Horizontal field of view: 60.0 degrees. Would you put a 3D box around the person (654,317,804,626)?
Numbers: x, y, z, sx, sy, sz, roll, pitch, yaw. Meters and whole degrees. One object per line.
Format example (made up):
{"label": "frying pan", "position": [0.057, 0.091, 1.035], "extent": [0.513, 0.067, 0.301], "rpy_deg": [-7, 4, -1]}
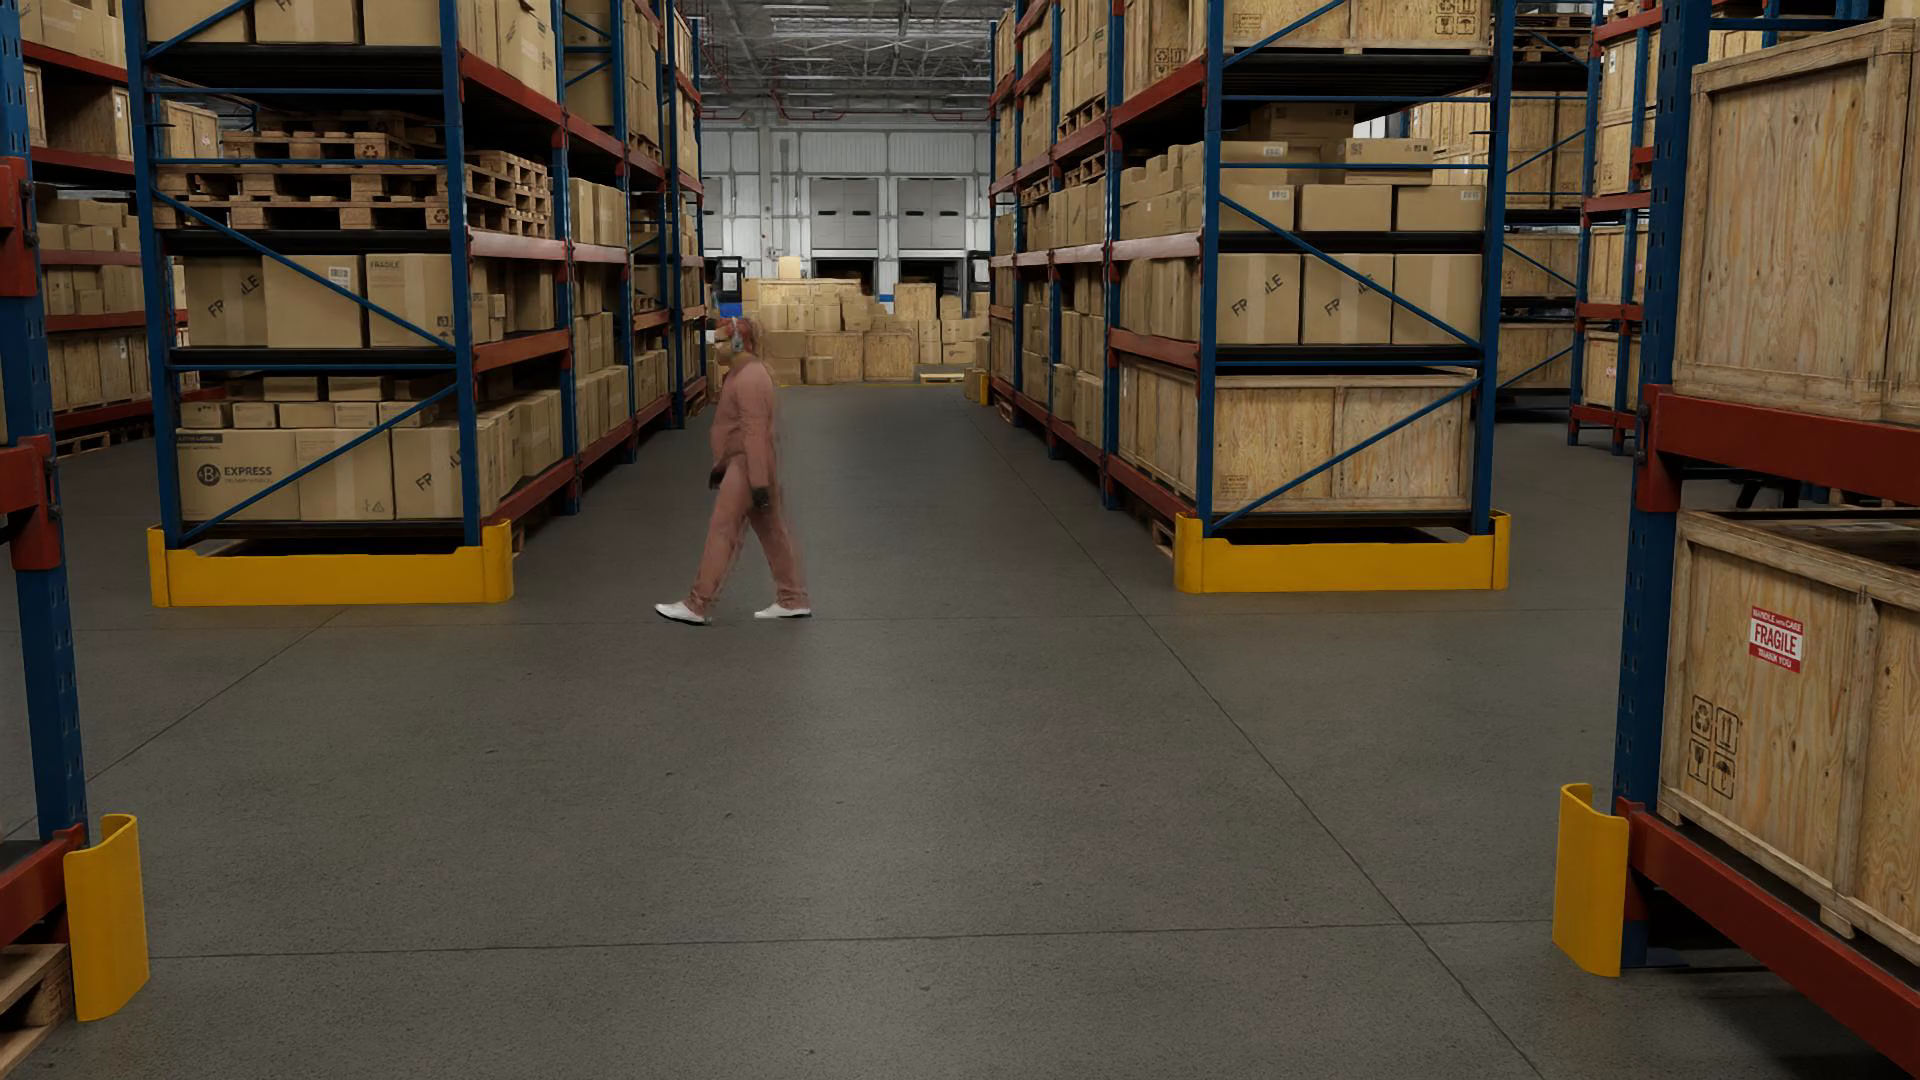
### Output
{"label": "person", "position": [-1.402, -0.407, 10.087], "extent": [0.957, 1.864, 0.667], "rpy_deg": [-1, 9, -3]}

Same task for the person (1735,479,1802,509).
{"label": "person", "position": [6.244, -0.714, 12.594], "extent": [0.540, 1.667, 0.735], "rpy_deg": [-8, 12, -41]}

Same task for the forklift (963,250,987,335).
{"label": "forklift", "position": [0.693, -6.956, 48.005], "extent": [1.129, 2.768, 1.873], "rpy_deg": [-1, 9, -7]}

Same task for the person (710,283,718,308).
{"label": "person", "position": [-7.797, -7.174, 52.529], "extent": [1.057, 1.891, 0.625], "rpy_deg": [-3, 9, -16]}

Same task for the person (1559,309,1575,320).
{"label": "person", "position": [11.003, -3.658, 30.360], "extent": [0.849, 1.915, 0.560], "rpy_deg": [4, 10, 21]}

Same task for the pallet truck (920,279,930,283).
{"label": "pallet truck", "position": [-0.932, -8.922, 63.114], "extent": [1.885, 1.965, 0.823], "rpy_deg": [2, 9, 13]}

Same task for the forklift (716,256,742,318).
{"label": "forklift", "position": [-8.574, -9.187, 62.019], "extent": [1.129, 2.768, 1.873], "rpy_deg": [-1, 9, -4]}
